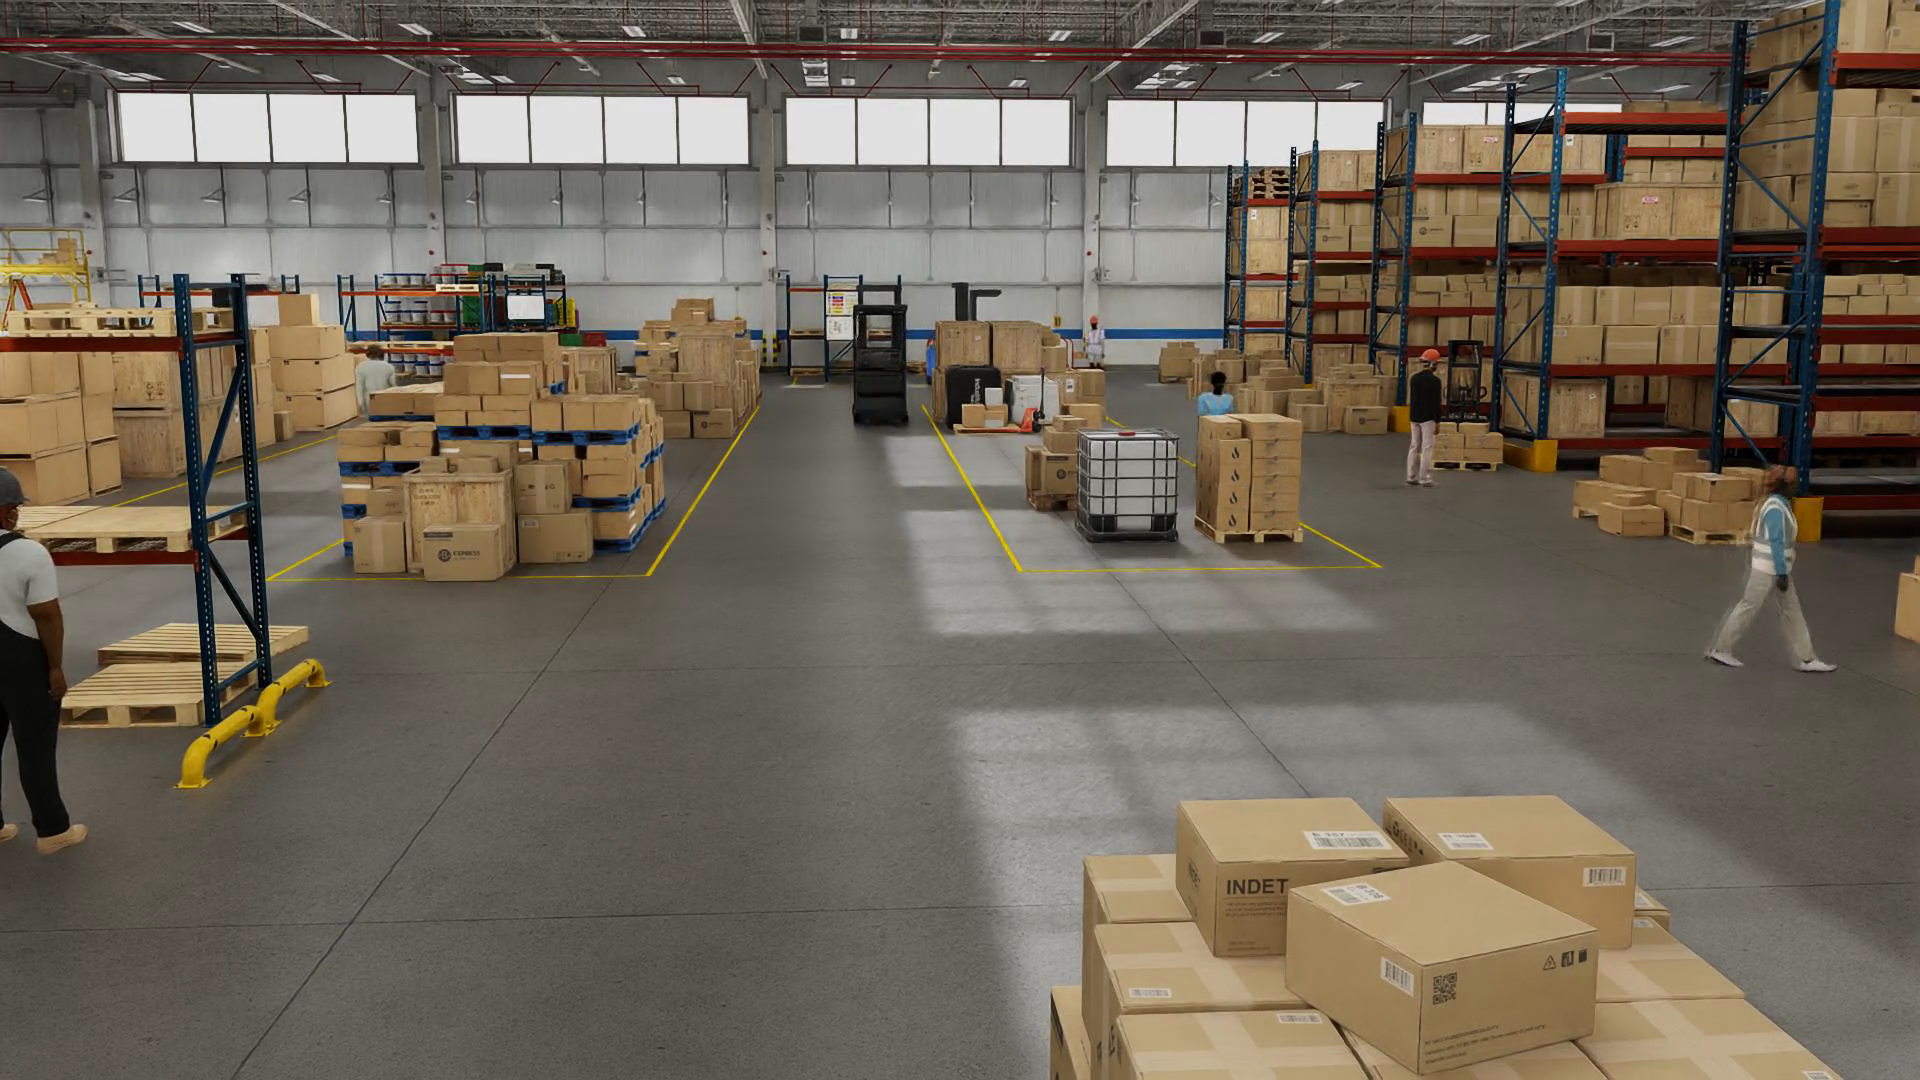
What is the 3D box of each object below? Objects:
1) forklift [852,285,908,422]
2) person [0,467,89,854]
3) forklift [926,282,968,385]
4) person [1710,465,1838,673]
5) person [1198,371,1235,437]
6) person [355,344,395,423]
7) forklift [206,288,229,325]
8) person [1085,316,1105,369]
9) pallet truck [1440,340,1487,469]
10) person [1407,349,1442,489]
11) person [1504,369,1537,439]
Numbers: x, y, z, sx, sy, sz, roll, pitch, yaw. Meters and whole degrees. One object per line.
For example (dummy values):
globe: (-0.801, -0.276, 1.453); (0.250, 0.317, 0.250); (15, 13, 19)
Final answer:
forklift: (-1.689, -3.925, 34.673); (1.129, 2.768, 1.873); (-1, 9, -5)
person: (-4.983, 0.626, 8.730); (0.684, 2.000, 0.536); (1, 9, 6)
forklift: (0.023, -5.569, 45.001); (1.873, 2.768, 1.129); (-1, 9, -4)
person: (6.209, 0.222, 12.670); (0.881, 1.588, 0.537); (6, 11, 35)
person: (3.594, -1.534, 23.370); (0.543, 1.684, 0.562); (-1, 9, -6)
person: (-9.650, -2.290, 27.544); (0.646, 1.894, 1.018); (-5, 10, -26)
forklift: (-16.881, -4.465, 38.064); (1.873, 2.768, 1.129); (-3, 10, -20)
person: (3.665, -5.131, 45.241); (0.573, 1.926, 0.459); (3, 9, 16)
pallet truck: (8.004, -2.170, 26.422); (0.823, 1.965, 1.885); (2, 9, 14)
person: (6.621, -1.714, 23.617); (0.404, 1.987, 0.608); (-5, 10, -26)
person: (10.424, -2.735, 30.595); (0.939, 1.805, 0.637); (0, 9, -1)
